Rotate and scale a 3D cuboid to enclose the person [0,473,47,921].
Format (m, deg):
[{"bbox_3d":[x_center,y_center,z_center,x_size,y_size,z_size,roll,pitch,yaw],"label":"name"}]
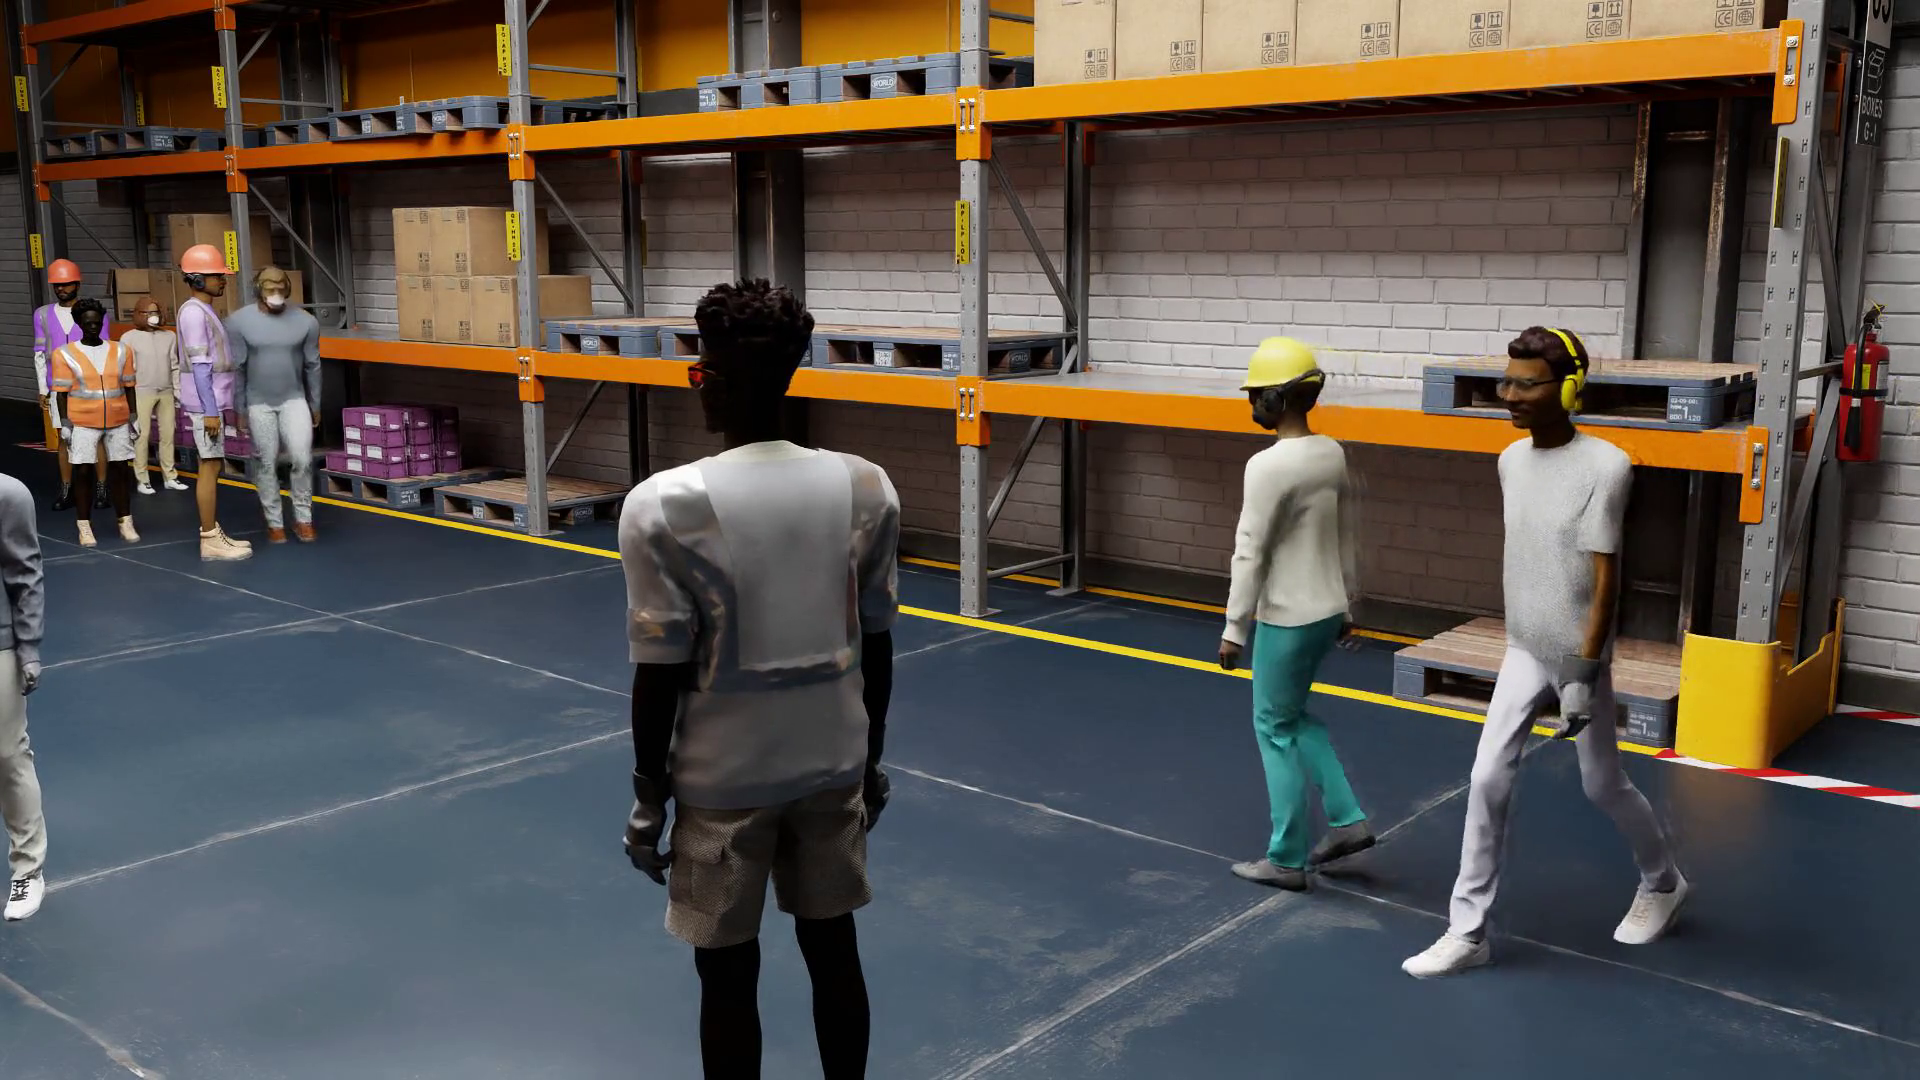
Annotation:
[{"bbox_3d":[-3.005,0.341,4.988,0.503,1.636,0.277,-1,10,-5],"label":"person"}]

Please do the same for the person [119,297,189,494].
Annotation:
[{"bbox_3d":[-6.675,-1.192,13.763,0.282,1.626,0.491,6,12,31],"label":"person"}]

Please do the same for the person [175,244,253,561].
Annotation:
[{"bbox_3d":[-4.858,-0.887,10.826,0.371,2.043,0.609,-4,11,-22],"label":"person"}]

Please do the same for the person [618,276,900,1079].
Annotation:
[{"bbox_3d":[-0.403,0.455,3.403,0.607,1.966,0.367,-7,12,-34],"label":"person"}]

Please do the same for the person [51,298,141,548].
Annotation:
[{"bbox_3d":[-5.859,-0.793,11.308,0.536,1.690,0.322,-10,14,-44],"label":"person"}]

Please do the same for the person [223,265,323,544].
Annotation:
[{"bbox_3d":[-4.636,-0.900,11.291,0.634,1.914,0.599,-5,11,-29],"label":"person"}]

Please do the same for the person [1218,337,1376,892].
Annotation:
[{"bbox_3d":[1.036,0.240,5.247,0.405,1.748,0.557,8,12,37],"label":"person"}]

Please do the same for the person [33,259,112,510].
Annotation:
[{"bbox_3d":[-6.851,-1.194,12.873,0.545,1.938,0.357,-3,10,-15],"label":"person"}]

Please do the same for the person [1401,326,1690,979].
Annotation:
[{"bbox_3d":[1.726,0.311,4.673,0.952,1.829,0.493,-5,11,-27],"label":"person"}]
